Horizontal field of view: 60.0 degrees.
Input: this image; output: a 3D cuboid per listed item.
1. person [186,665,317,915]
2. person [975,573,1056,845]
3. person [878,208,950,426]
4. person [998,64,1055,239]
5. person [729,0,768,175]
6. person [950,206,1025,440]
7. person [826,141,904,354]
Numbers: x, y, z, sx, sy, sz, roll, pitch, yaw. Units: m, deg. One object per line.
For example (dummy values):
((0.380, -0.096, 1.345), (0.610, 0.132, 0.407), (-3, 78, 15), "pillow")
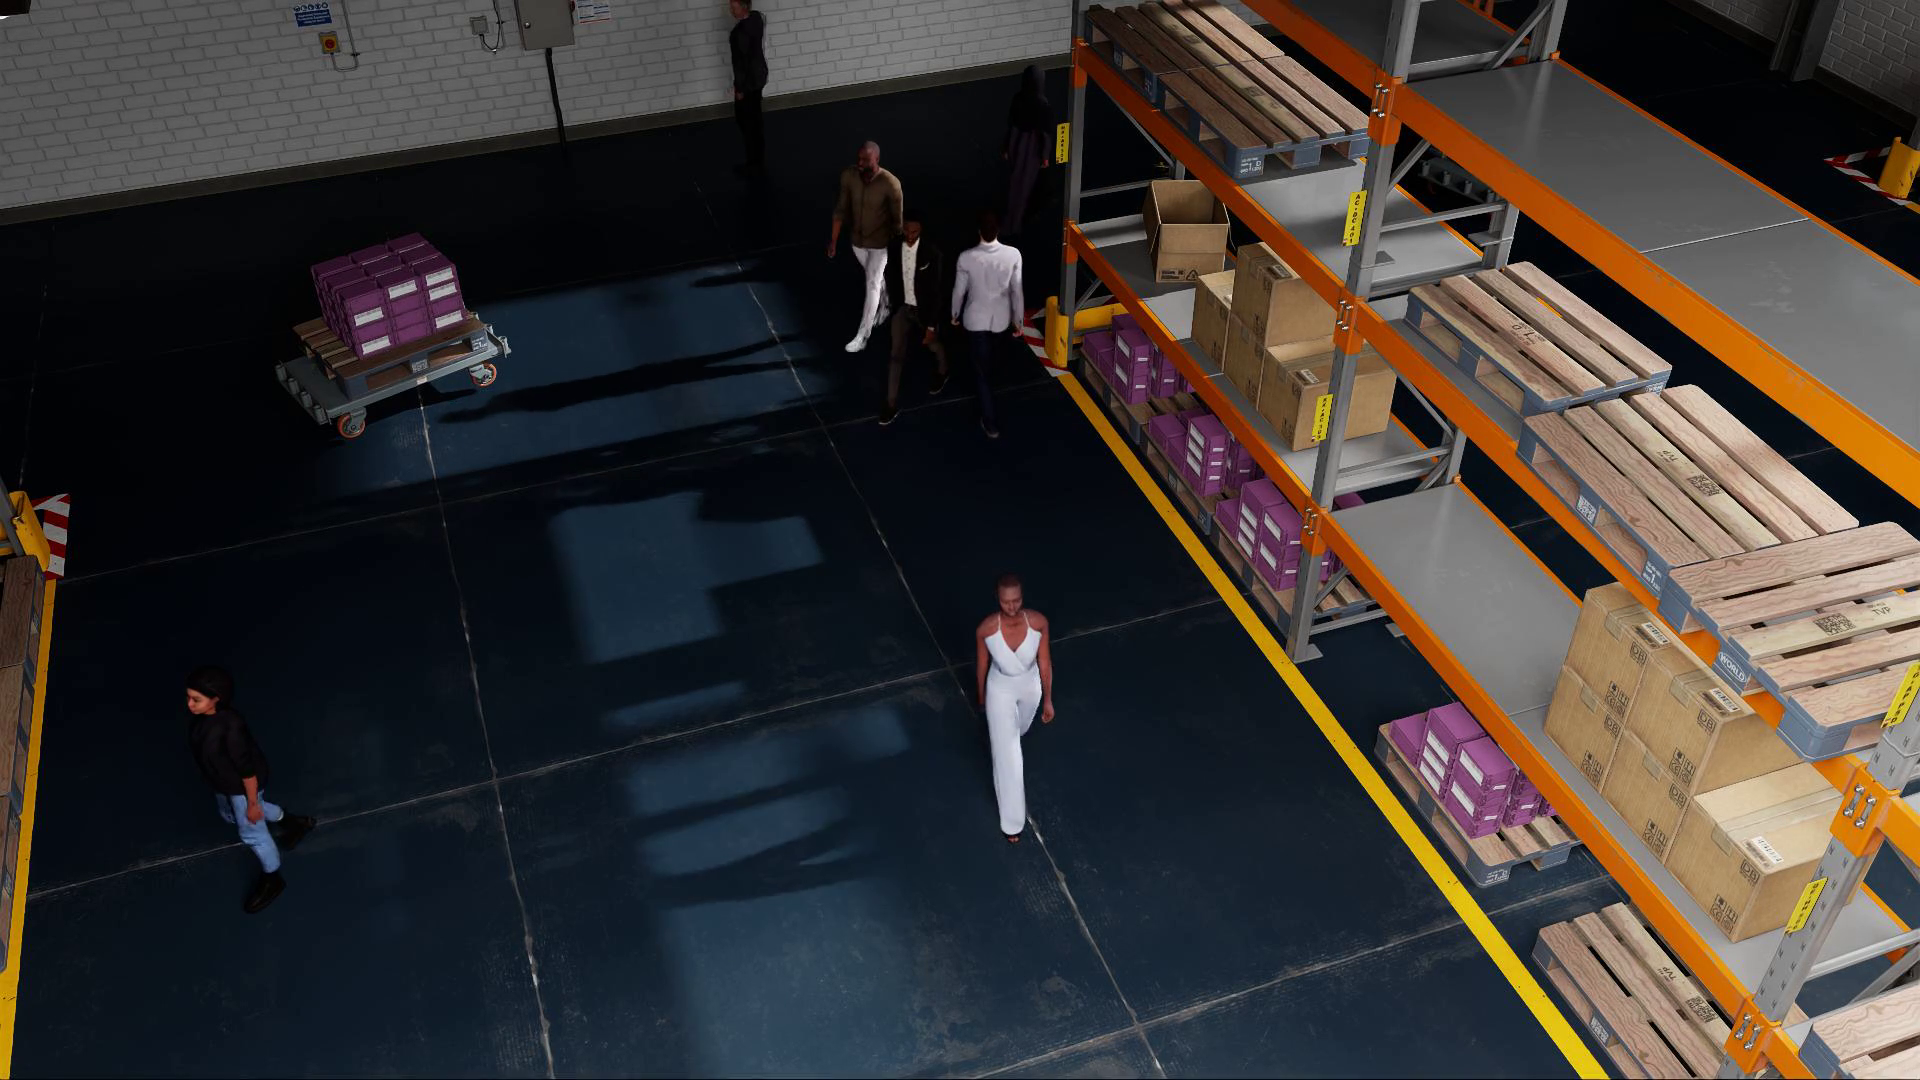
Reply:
((-3.933, 1.303, 9.216), (0.853, 1.684, 0.863), (30, 48, 32), "person")
((0.299, 0.856, 9.729), (0.670, 1.744, 1.120), (-9, 39, -11), "person")
((-0.288, -1.822, 13.074), (1.118, 1.754, 1.215), (15, 41, 18), "person")
((0.565, -3.589, 15.410), (1.177, 1.599, 1.020), (30, 48, 32), "person")
((-2.097, -4.585, 16.476), (0.910, 1.826, 0.769), (18, 42, 21), "person")
((0.228, -1.631, 12.798), (0.744, 1.800, 1.196), (-10, 40, -12), "person")
((-0.701, -2.537, 13.943), (1.200, 1.786, 1.223), (20, 43, 24), "person")
